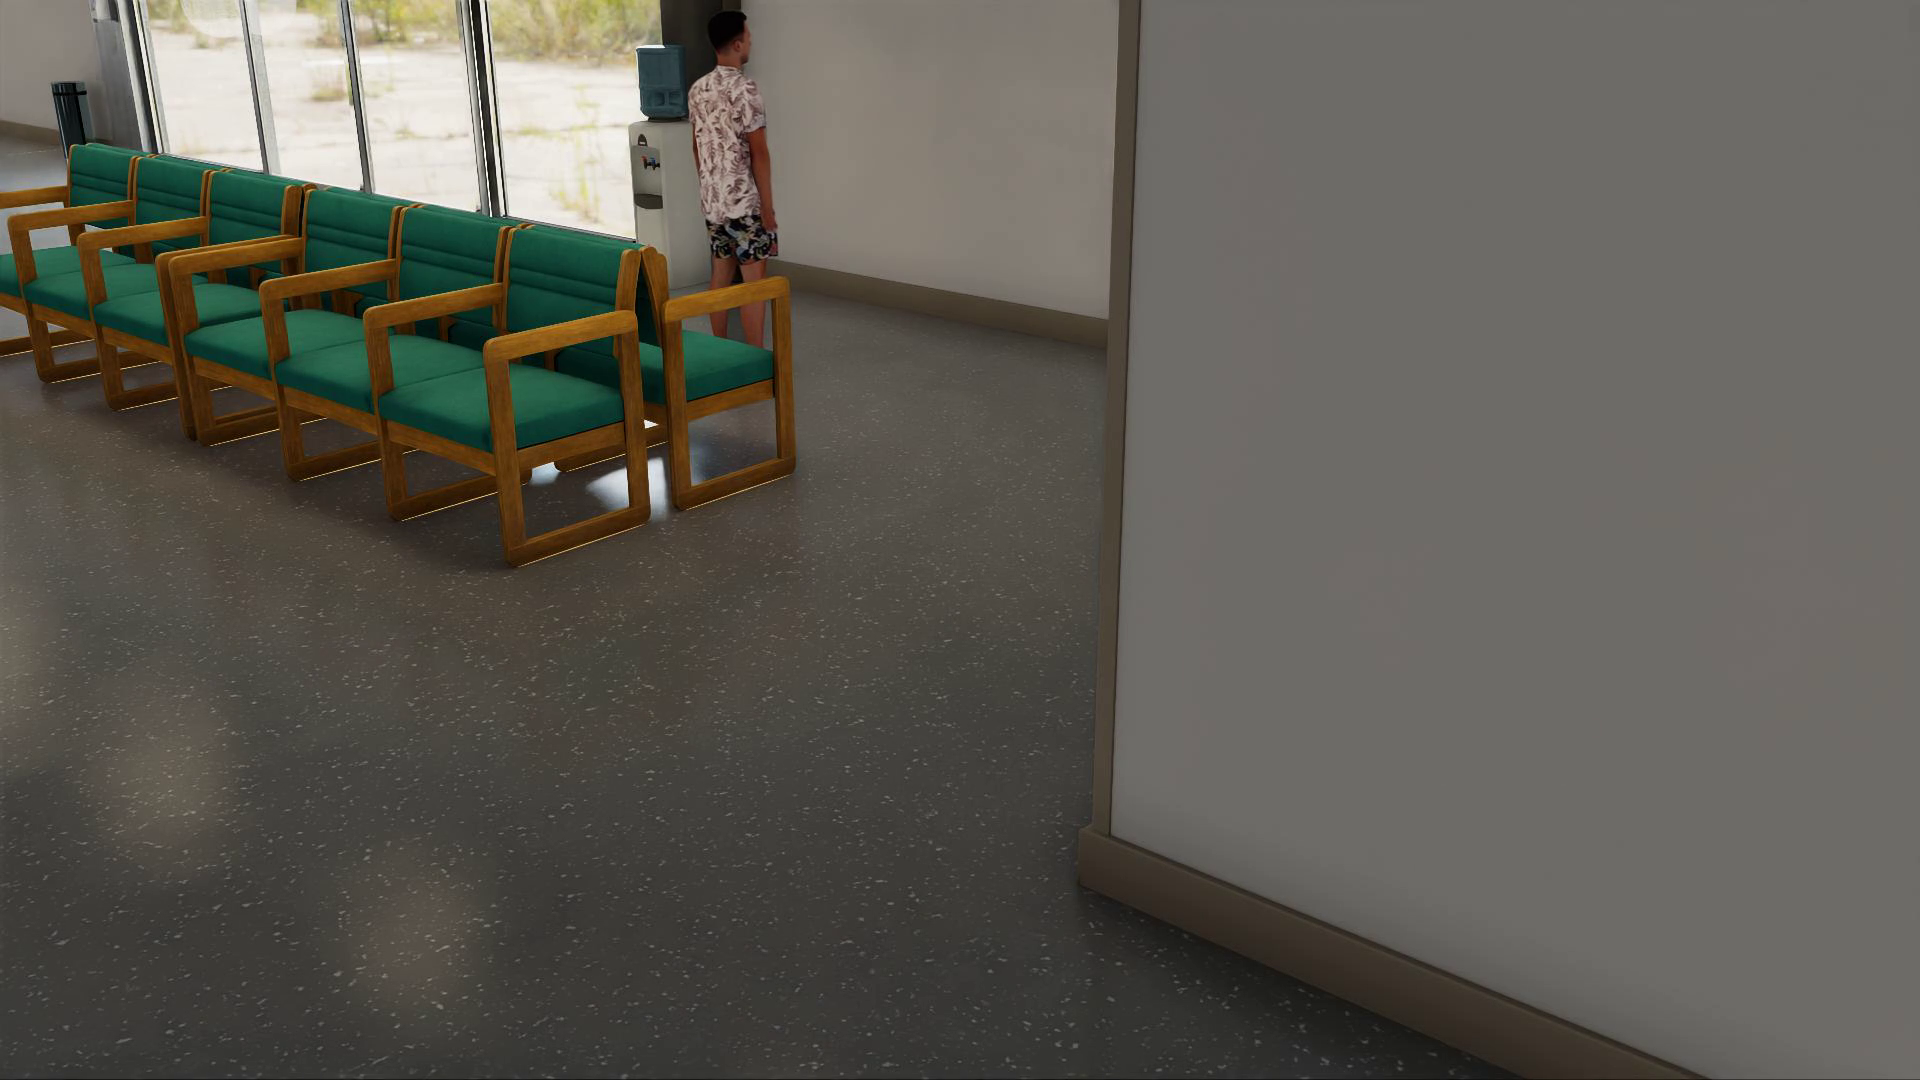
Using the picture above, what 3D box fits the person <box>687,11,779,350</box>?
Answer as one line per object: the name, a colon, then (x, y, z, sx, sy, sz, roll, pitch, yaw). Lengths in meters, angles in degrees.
person: (-1.164, -1.783, 8.590, 0.657, 1.816, 0.542, 17, 27, 38)
